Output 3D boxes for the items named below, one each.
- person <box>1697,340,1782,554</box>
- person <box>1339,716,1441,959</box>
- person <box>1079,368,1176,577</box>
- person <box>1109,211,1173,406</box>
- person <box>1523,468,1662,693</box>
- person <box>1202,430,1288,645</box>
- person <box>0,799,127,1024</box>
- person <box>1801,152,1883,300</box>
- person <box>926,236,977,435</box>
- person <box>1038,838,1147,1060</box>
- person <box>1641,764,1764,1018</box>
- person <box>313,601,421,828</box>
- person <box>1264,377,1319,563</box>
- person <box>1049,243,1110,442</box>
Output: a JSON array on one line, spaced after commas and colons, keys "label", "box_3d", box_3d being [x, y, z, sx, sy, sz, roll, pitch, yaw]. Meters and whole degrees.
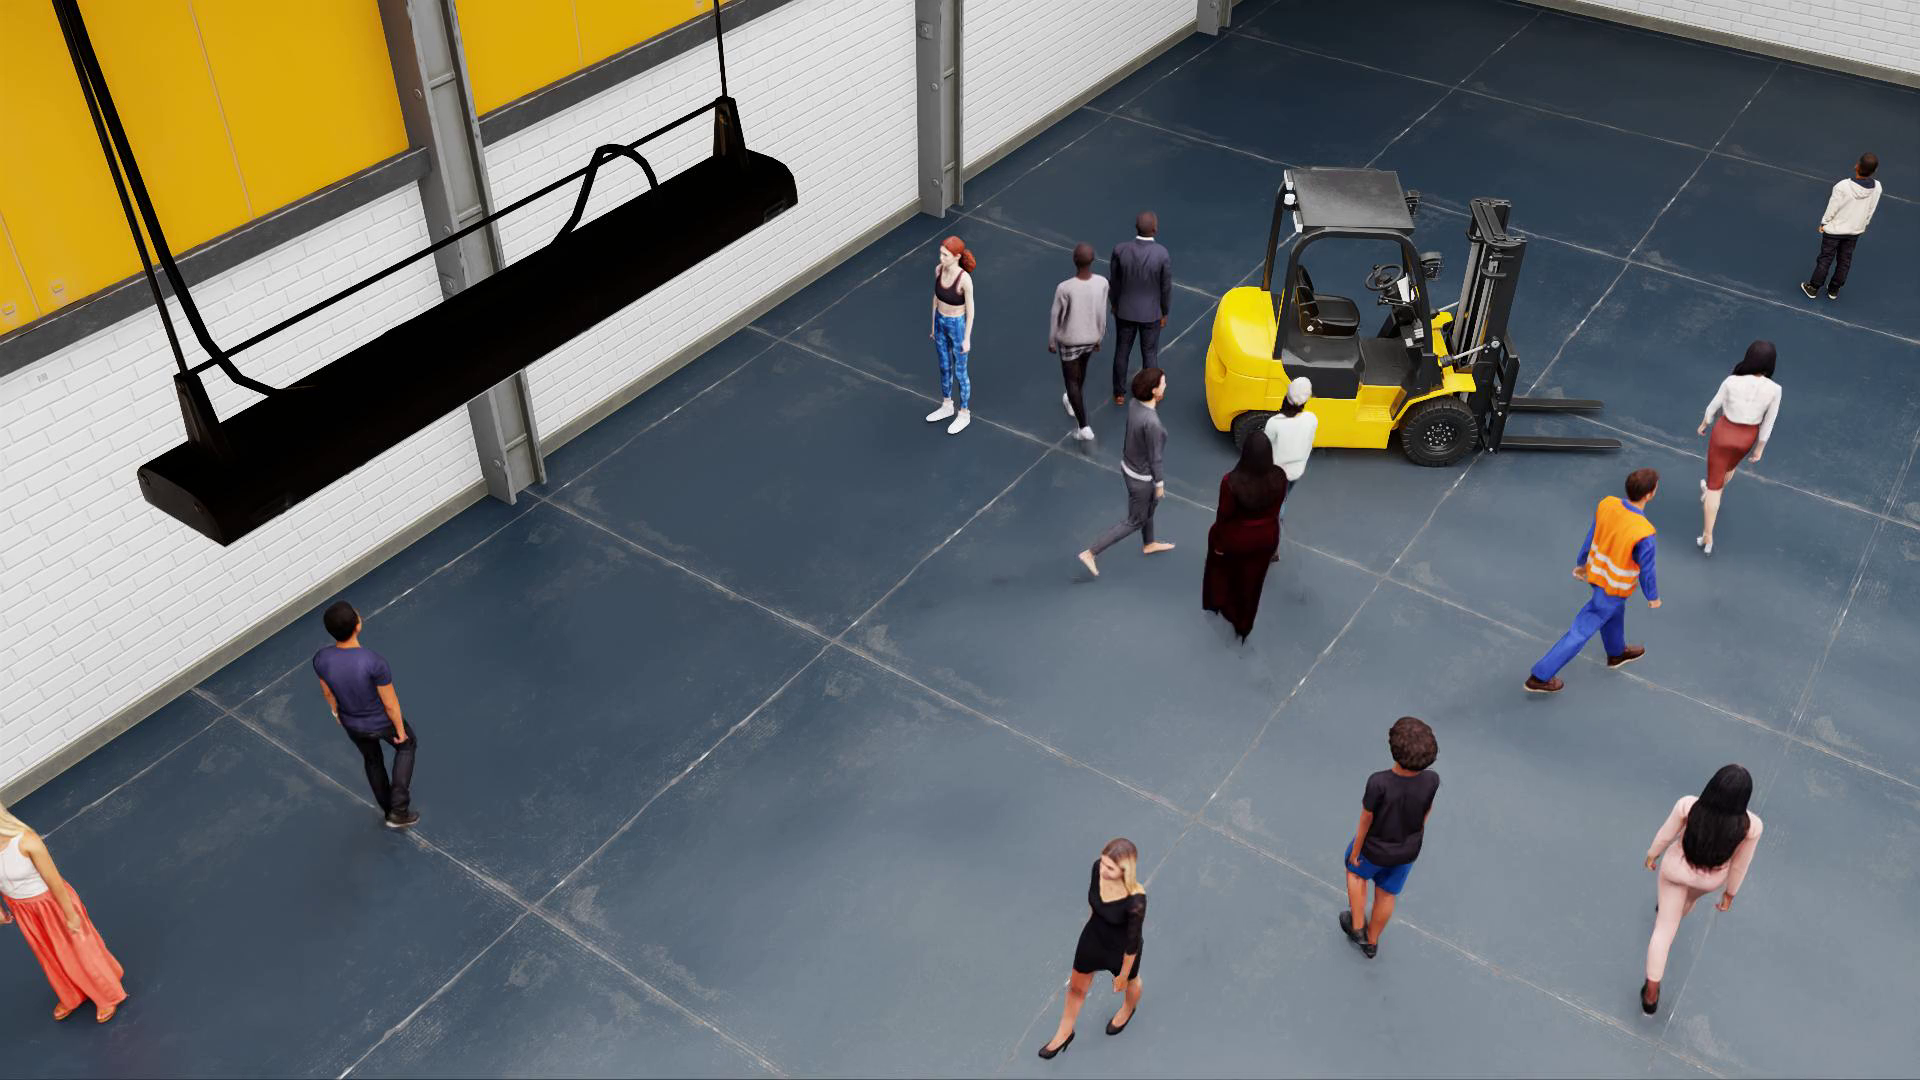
[{"label": "person", "box_3d": [5.837, -0.661, 12.569, 0.893, 1.709, 1.148, 7, 39, 9]}, {"label": "person", "box_3d": [2.465, 1.783, 9.451, 0.712, 1.781, 0.762, -3, 39, -4]}, {"label": "person", "box_3d": [1.251, -0.481, 12.320, 1.155, 1.739, 1.025, -10, 40, -13]}, {"label": "person", "box_3d": [1.522, -1.945, 14.085, 0.744, 1.823, 0.693, 14, 41, 16]}, {"label": "person", "box_3d": [4.307, 0.340, 11.233, 1.317, 1.813, 1.200, -10, 40, -12]}, {"label": "person", "box_3d": [2.034, 0.036, 11.668, 0.906, 1.746, 0.966, -6, 39, -7]}, {"label": "person", "box_3d": [-5.048, 2.004, 9.159, 0.738, 1.802, 0.751, 1, 39, 1]}, {"label": "person", "box_3d": [8.322, -2.947, 15.636, 0.664, 1.455, 0.671, 4, 39, 5]}, {"label": "person", "box_3d": [-0.067, -1.715, 13.828, 0.608, 1.785, 0.617, 31, 48, 33]}, {"label": "person", "box_3d": [0.898, 2.173, 9.065, 0.940, 1.653, 0.723, -27, 46, -30]}, {"label": "person", "box_3d": [4.081, 1.959, 9.319, 0.833, 1.673, 1.214, 14, 41, 17]}, {"label": "person", "box_3d": [-3.667, 1.160, 10.232, 0.791, 1.780, 0.840, 2, 39, 2]}, {"label": "person", "box_3d": [2.437, -0.483, 12.414, 0.886, 1.626, 0.943, -9, 39, -11]}, {"label": "person", "box_3d": [1.003, -1.611, 13.728, 1.091, 1.748, 1.094, -12, 40, -15]}]
